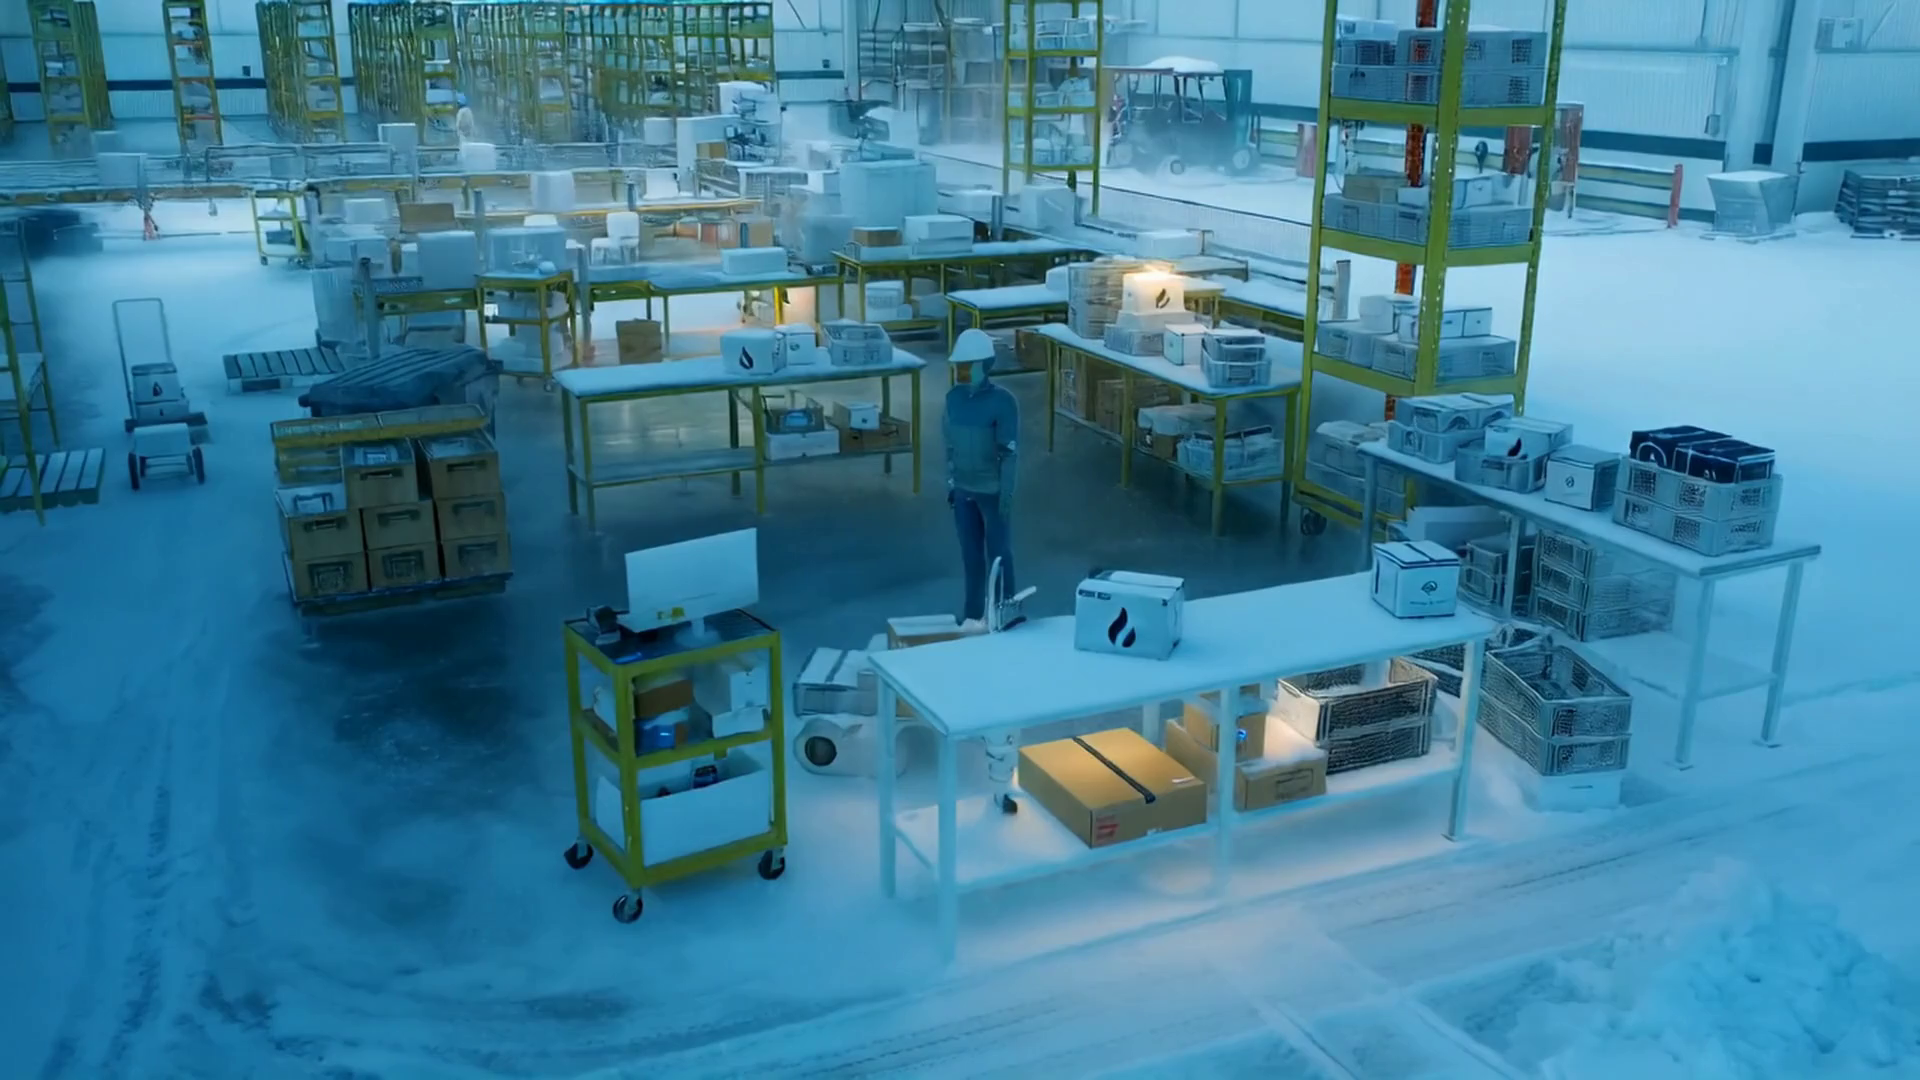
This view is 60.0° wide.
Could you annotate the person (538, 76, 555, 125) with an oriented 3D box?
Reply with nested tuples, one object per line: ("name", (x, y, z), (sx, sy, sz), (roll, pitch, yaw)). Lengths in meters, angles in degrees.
("person", (-11.029, -11.465, 44.167), (0.482, 1.833, 0.583), (-11, 21, -31))

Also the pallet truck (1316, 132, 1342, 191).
("pallet truck", (7.723, -7.504, 32.656), (1.601, 1.201, 0.680), (-8, 19, -23))

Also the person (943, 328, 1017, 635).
("person", (0.095, -0.276, 9.031), (0.330, 1.761, 0.526), (-15, 23, -39))

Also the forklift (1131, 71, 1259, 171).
("forklift", (4.998, -8.936, 35.413), (2.680, 1.987, 1.157), (-9, 20, -25))

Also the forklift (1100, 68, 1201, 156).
("forklift", (4.082, -9.564, 37.410), (2.680, 1.987, 1.157), (-8, 19, -23))

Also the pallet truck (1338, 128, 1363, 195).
("pallet truck", (7.845, -7.140, 31.411), (1.522, 1.261, 0.704), (-9, 20, -25))

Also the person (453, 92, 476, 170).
("person", (-10.181, -8.196, 33.913), (0.919, 1.788, 0.622), (-8, 19, -24))

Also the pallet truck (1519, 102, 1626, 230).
("pallet truck", (9.972, -6.037, 26.785), (1.885, 1.965, 0.823), (-9, 20, -25))

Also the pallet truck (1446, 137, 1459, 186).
("pallet truck", (9.184, -6.485, 29.328), (1.630, 1.274, 0.653), (-8, 19, -23))

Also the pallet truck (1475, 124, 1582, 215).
("pallet truck", (9.707, -6.455, 28.103), (1.885, 1.965, 0.823), (-7, 19, -20))
